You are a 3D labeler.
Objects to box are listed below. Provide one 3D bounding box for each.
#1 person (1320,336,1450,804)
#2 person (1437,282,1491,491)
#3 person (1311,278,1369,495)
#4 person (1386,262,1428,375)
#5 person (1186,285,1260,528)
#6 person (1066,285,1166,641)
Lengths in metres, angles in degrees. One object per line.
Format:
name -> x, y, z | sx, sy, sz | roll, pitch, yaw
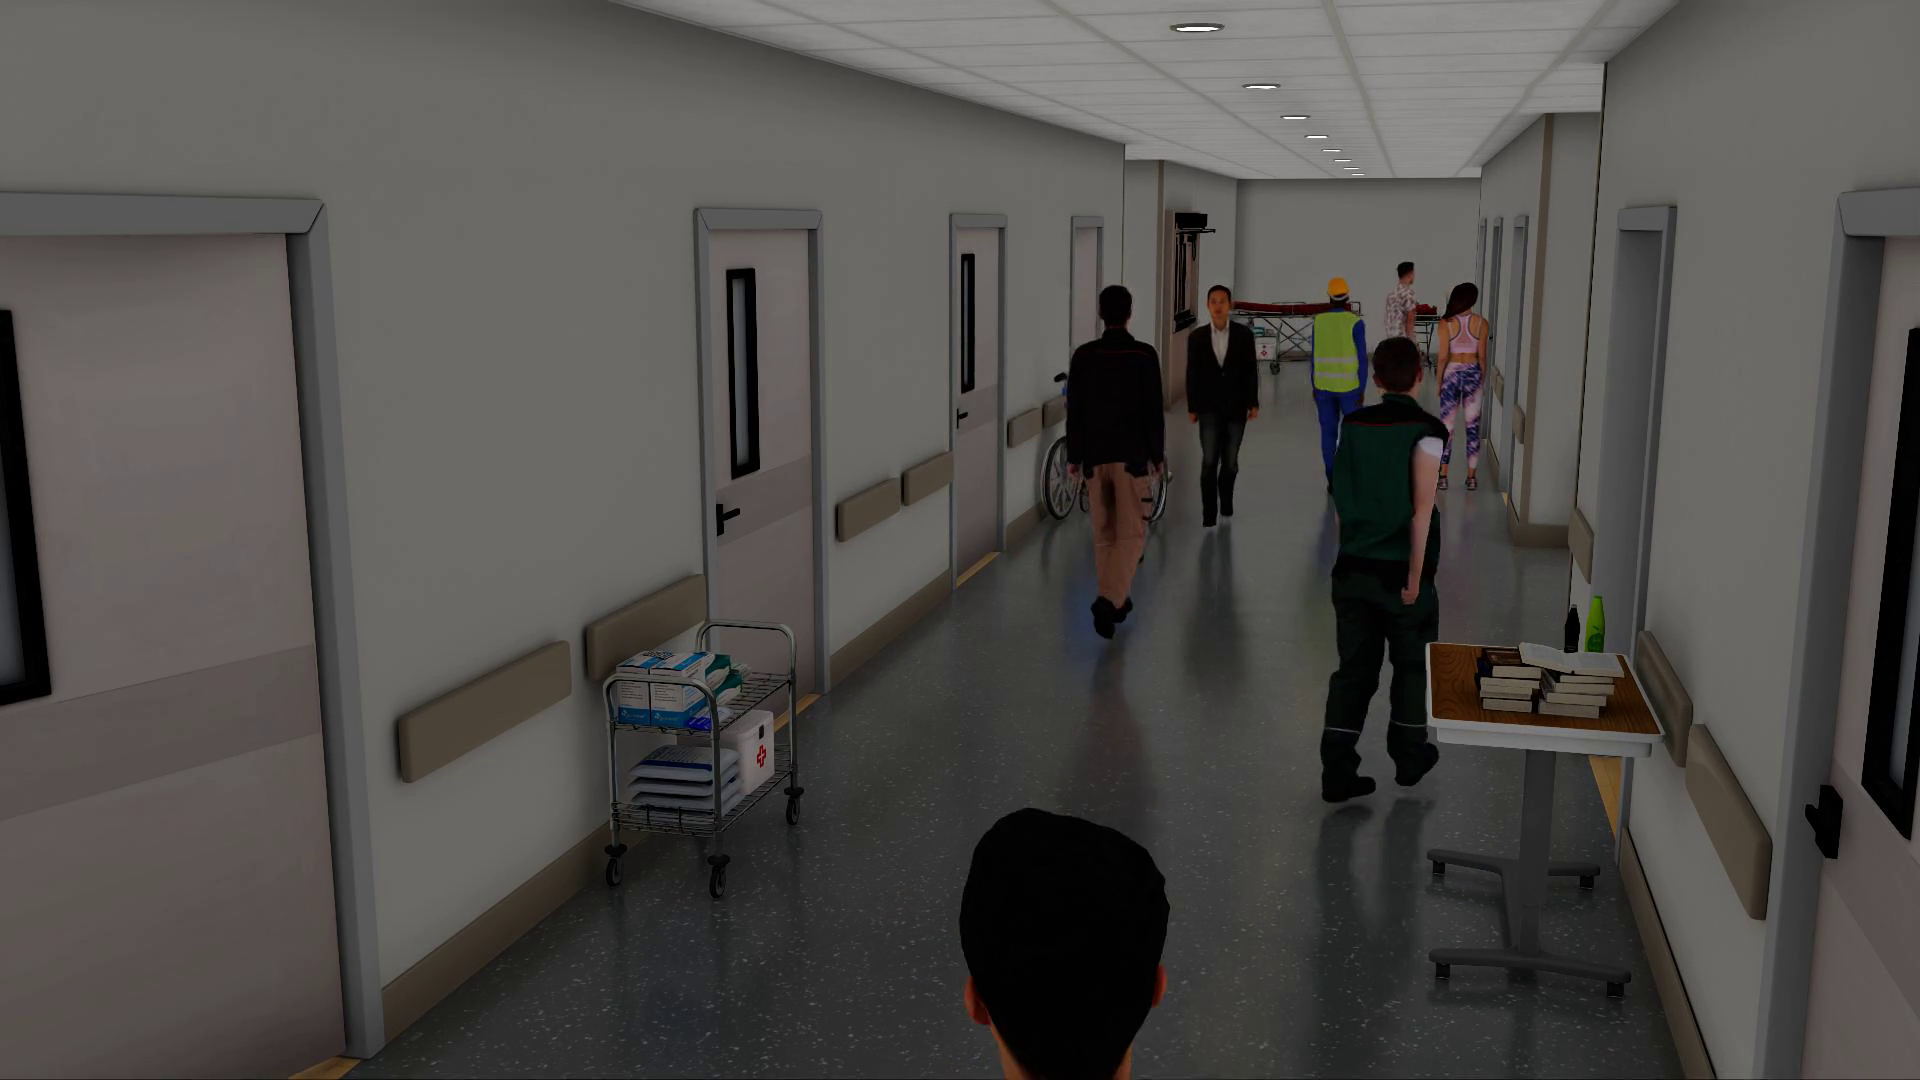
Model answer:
person -> 1.603, 0.146, 6.429 | 1.047, 1.793, 0.907 | -9, 14, -38
person -> 4.308, -1.324, 14.255 | 0.563, 1.767, 0.514 | 3, 11, 13
person -> 3.132, -1.274, 13.922 | 0.714, 1.794, 0.685 | 5, 12, 27
person -> 5.142, -2.359, 19.605 | 0.861, 1.807, 0.779 | -4, 11, -21
person -> 1.986, -1.005, 12.551 | 0.798, 1.776, 1.169 | 1, 11, 6
person -> 0.842, -0.399, 9.038 | 0.747, 1.896, 1.194 | 4, 11, 19
